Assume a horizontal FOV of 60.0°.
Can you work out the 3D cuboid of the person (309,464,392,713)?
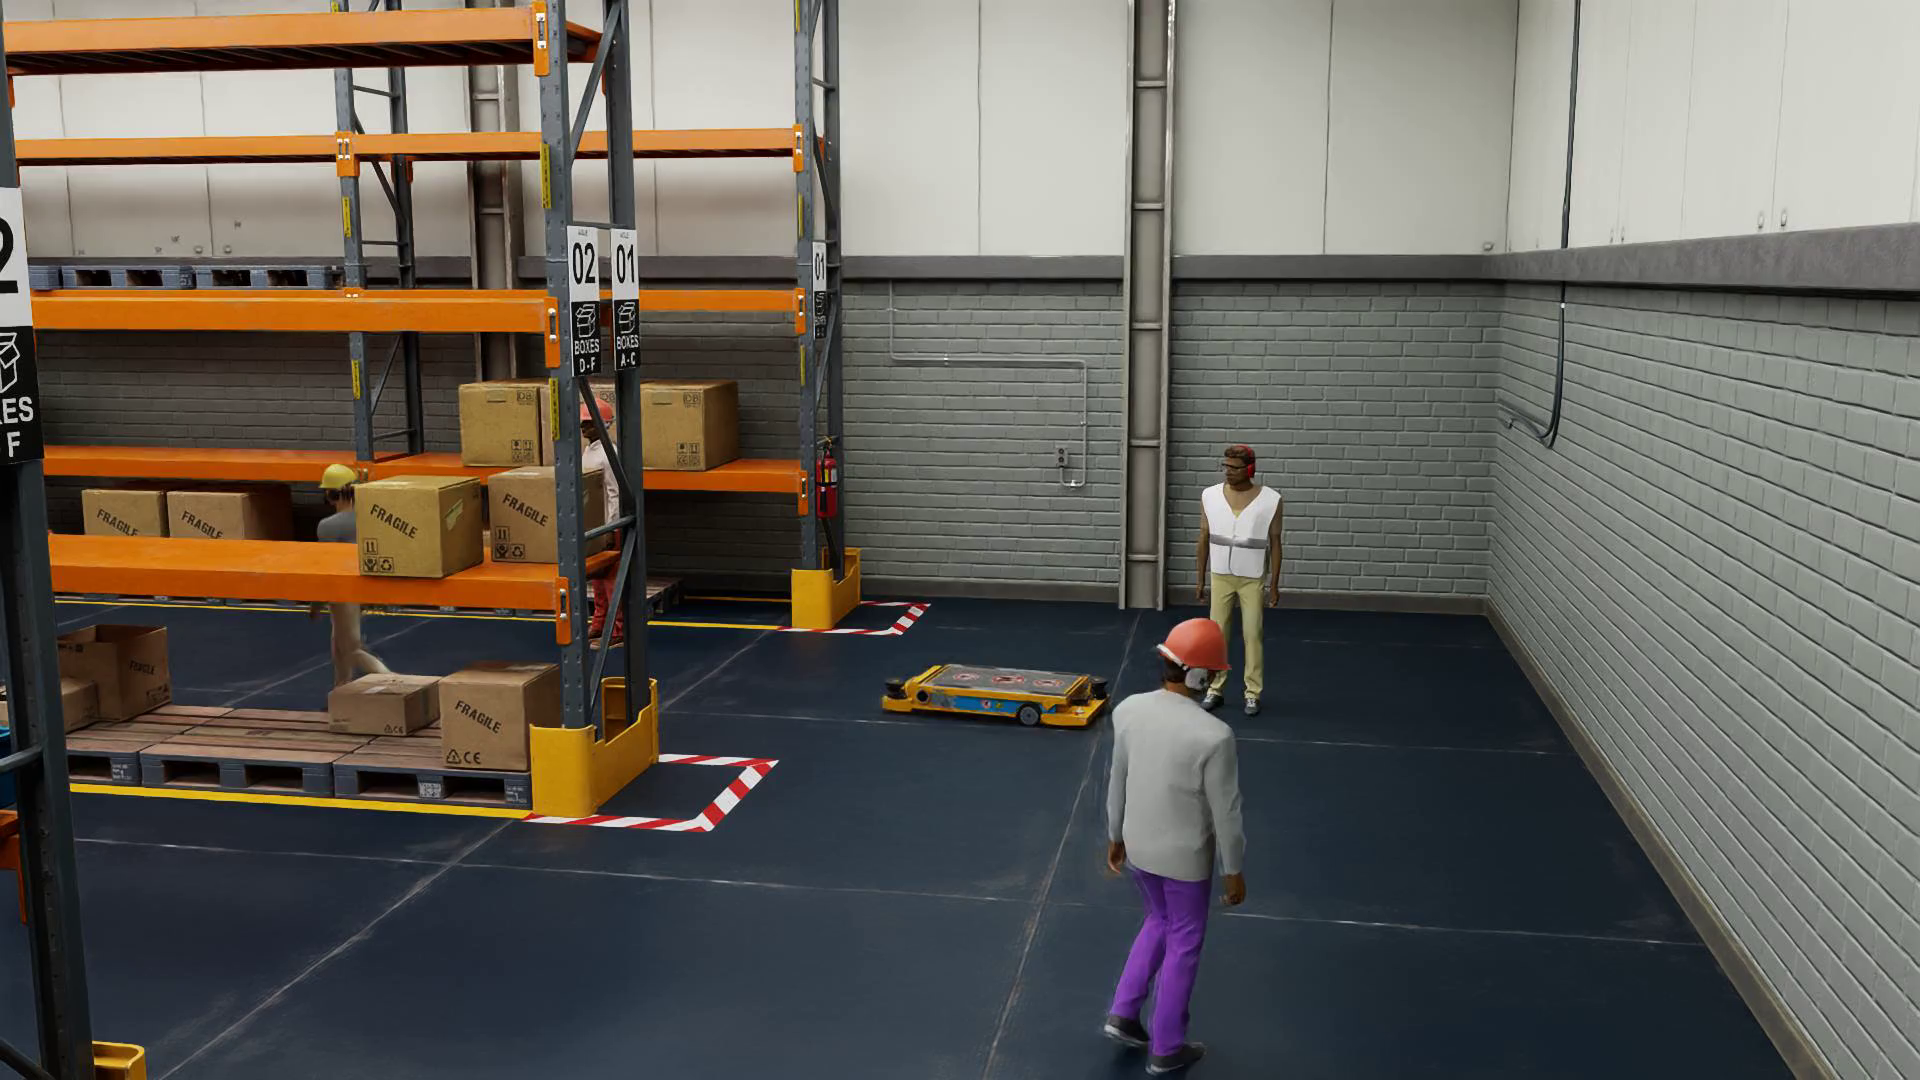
[{"bbox_3d":[-3.977,0.363,10.974,0.803,1.736,0.528,2,9,10],"label":"person"}]

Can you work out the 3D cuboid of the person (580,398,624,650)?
[{"bbox_3d":[-2.864,-0.130,13.228,0.374,1.997,0.613,-6,11,-34],"label":"person"}]

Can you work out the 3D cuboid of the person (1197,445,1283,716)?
[{"bbox_3d":[1.891,0.264,11.258,0.567,1.840,0.375,4,10,22],"label":"person"}]

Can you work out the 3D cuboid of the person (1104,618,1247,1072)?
[{"bbox_3d":[0.815,1.138,6.194,0.370,1.724,0.595,-7,12,-37],"label":"person"}]

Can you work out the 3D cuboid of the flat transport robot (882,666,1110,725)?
[{"bbox_3d":[0.249,1.038,11.316,1.431,0.197,0.652,3,10,18],"label":"flat transport robot"}]
